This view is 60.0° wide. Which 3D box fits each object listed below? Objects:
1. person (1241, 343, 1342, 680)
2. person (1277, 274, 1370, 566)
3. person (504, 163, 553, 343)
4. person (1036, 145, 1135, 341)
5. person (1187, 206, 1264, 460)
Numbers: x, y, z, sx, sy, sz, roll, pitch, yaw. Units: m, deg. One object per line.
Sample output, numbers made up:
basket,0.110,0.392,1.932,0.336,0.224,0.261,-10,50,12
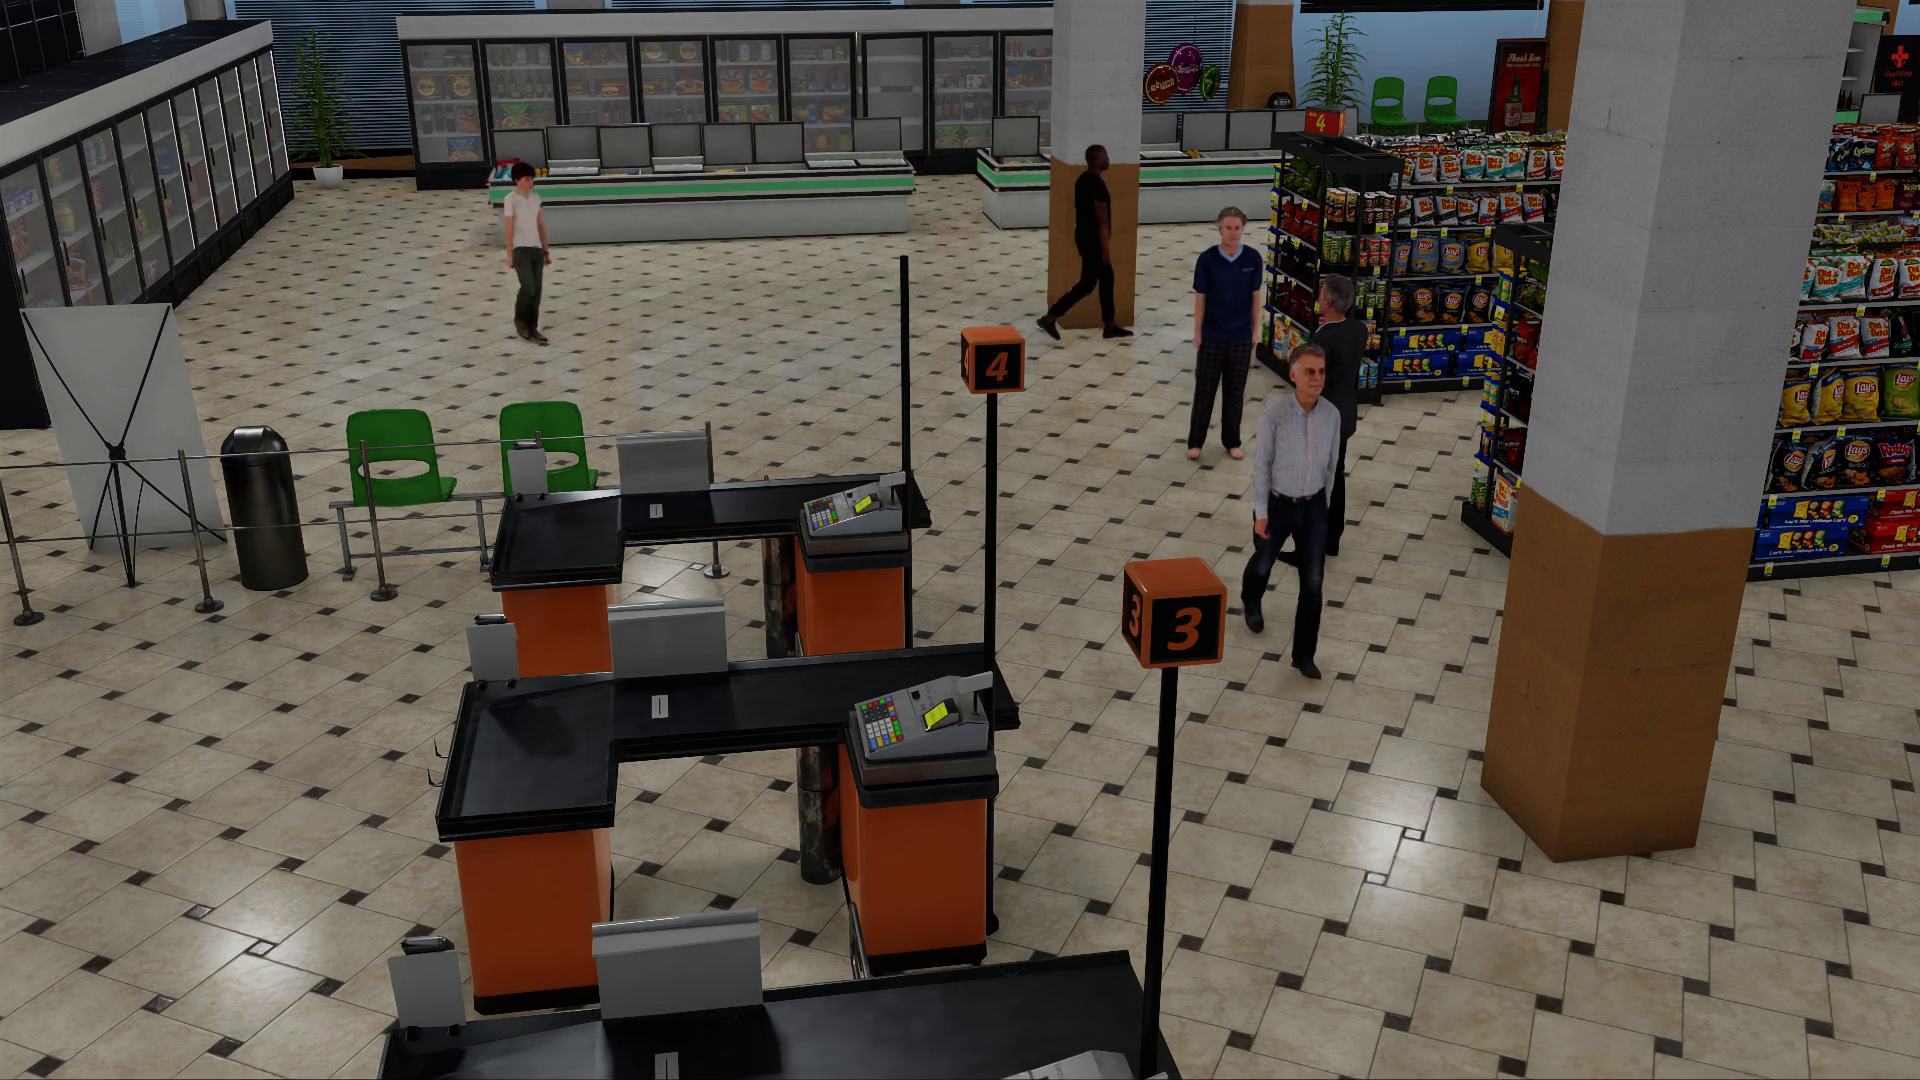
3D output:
person,1.765,-0.207,9.057,1.131,1.785,0.768,-2,22,-4
person,2.268,-0.744,10.316,0.863,1.842,0.776,18,28,37
person,-4.041,-2.645,15.306,0.798,1.648,0.739,17,27,36
person,1.138,-2.660,15.159,1.151,1.787,0.657,-4,22,-9
person,1.939,-1.509,12.179,0.520,1.871,0.751,-1,22,-1
